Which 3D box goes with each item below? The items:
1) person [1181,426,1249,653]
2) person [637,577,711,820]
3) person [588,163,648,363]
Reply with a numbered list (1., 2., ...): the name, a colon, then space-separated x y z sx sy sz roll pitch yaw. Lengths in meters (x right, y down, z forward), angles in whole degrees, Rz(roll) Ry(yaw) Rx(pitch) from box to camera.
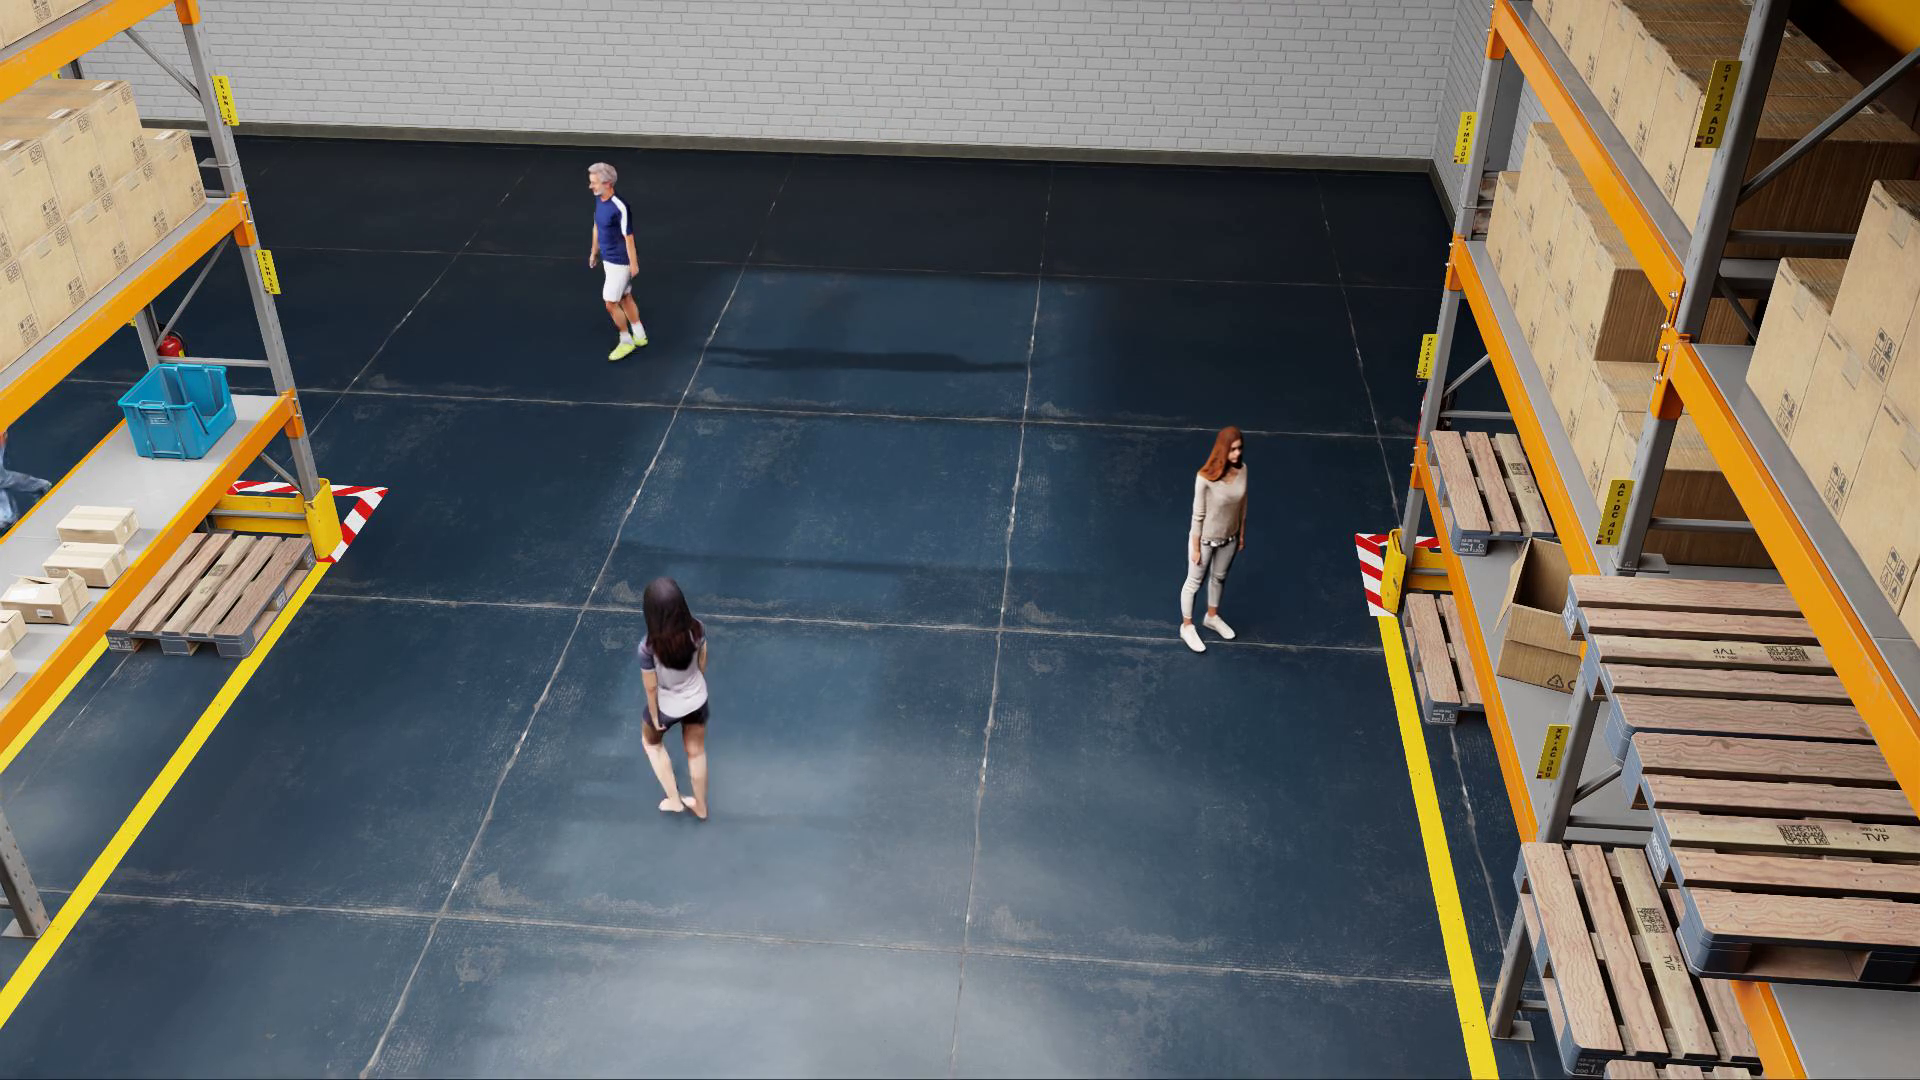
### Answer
1. person: 1.709 -0.036 11.217 0.667 1.707 0.695 -17 37 -23
2. person: -1.606 0.979 9.702 0.713 1.695 0.766 -22 40 -30
3. person: -2.984 -2.528 14.868 0.874 1.816 0.809 -20 39 -28
